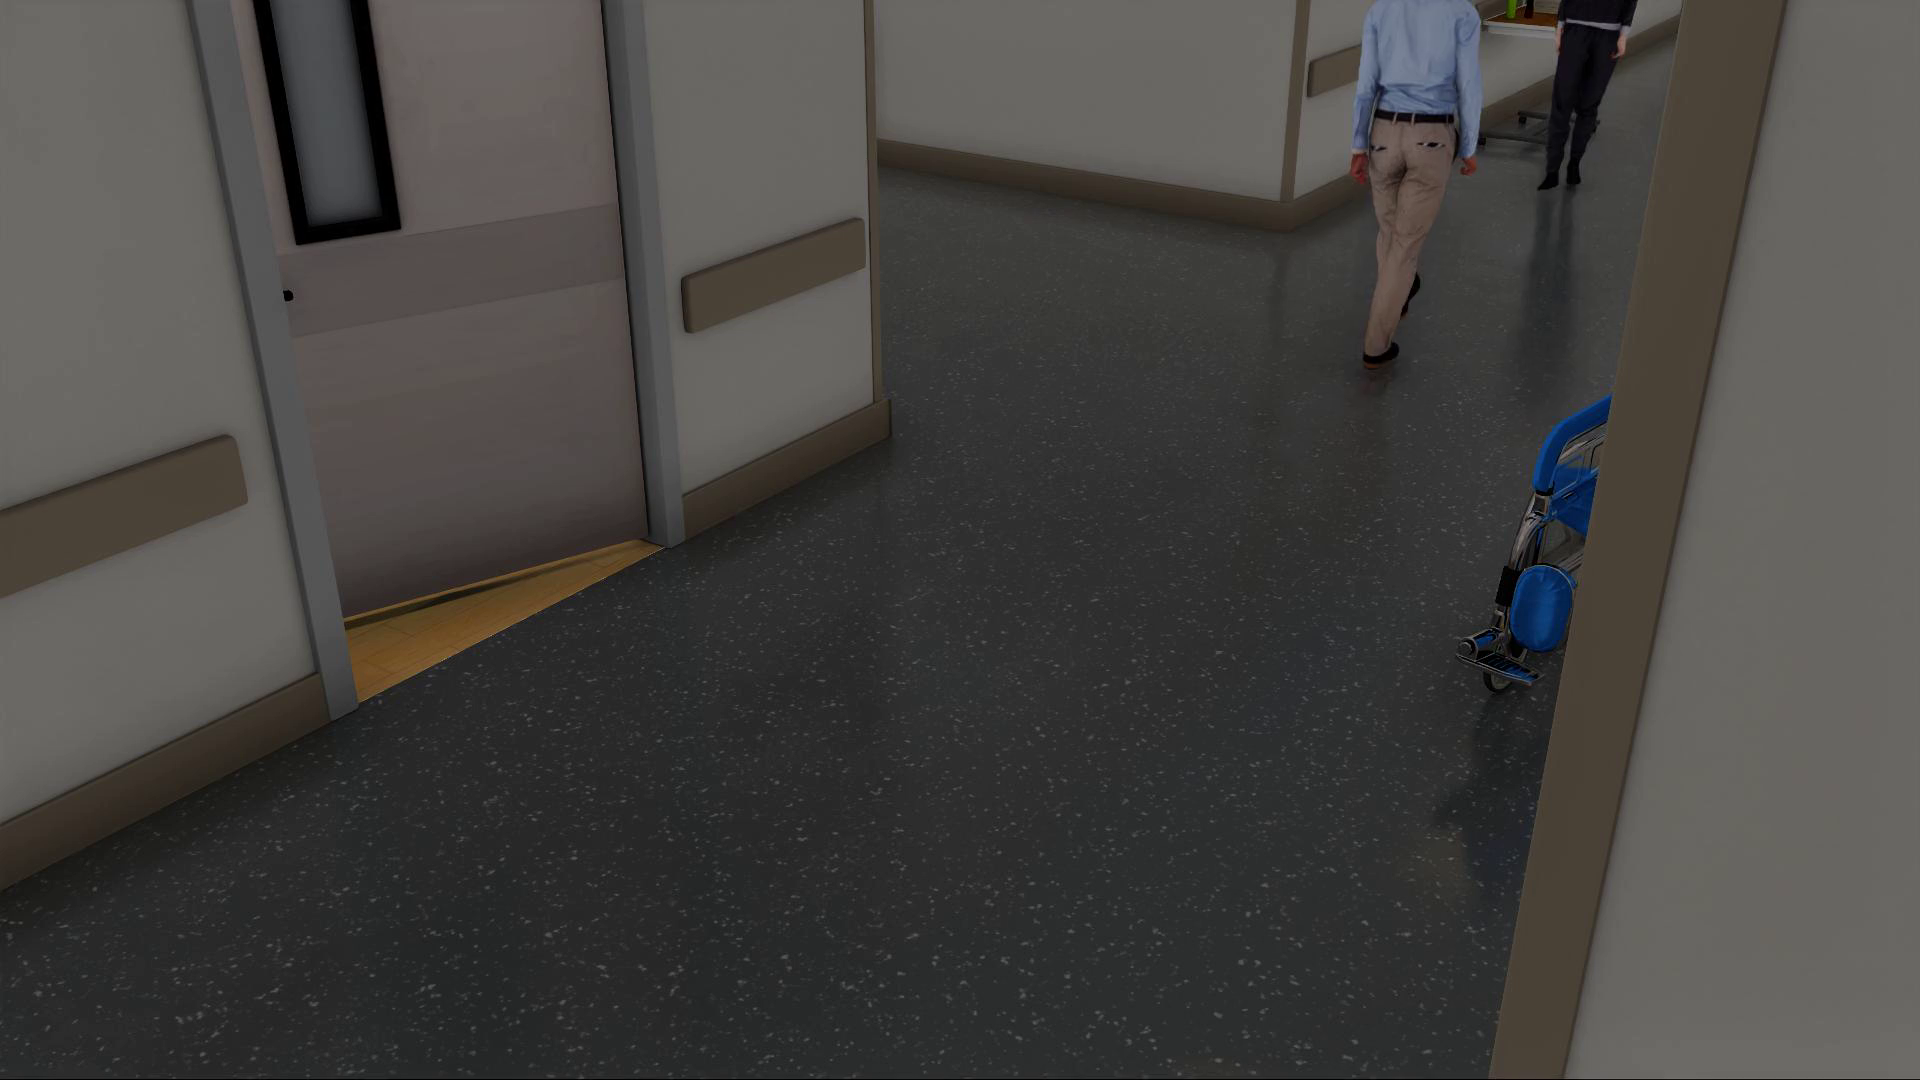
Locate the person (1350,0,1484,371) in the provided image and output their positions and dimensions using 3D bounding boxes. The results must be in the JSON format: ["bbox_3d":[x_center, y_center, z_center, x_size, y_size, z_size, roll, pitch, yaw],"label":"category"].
[{"bbox_3d":[1.845,-1.589,6.903,0.675,1.803,1.152,16,30,29],"label":"person"}]

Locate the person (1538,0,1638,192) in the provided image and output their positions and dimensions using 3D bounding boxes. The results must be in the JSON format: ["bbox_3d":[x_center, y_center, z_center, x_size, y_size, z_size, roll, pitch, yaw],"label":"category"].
[{"bbox_3d":[3.736,-2.956,9.792,0.683,1.757,0.887,10,28,20],"label":"person"}]
